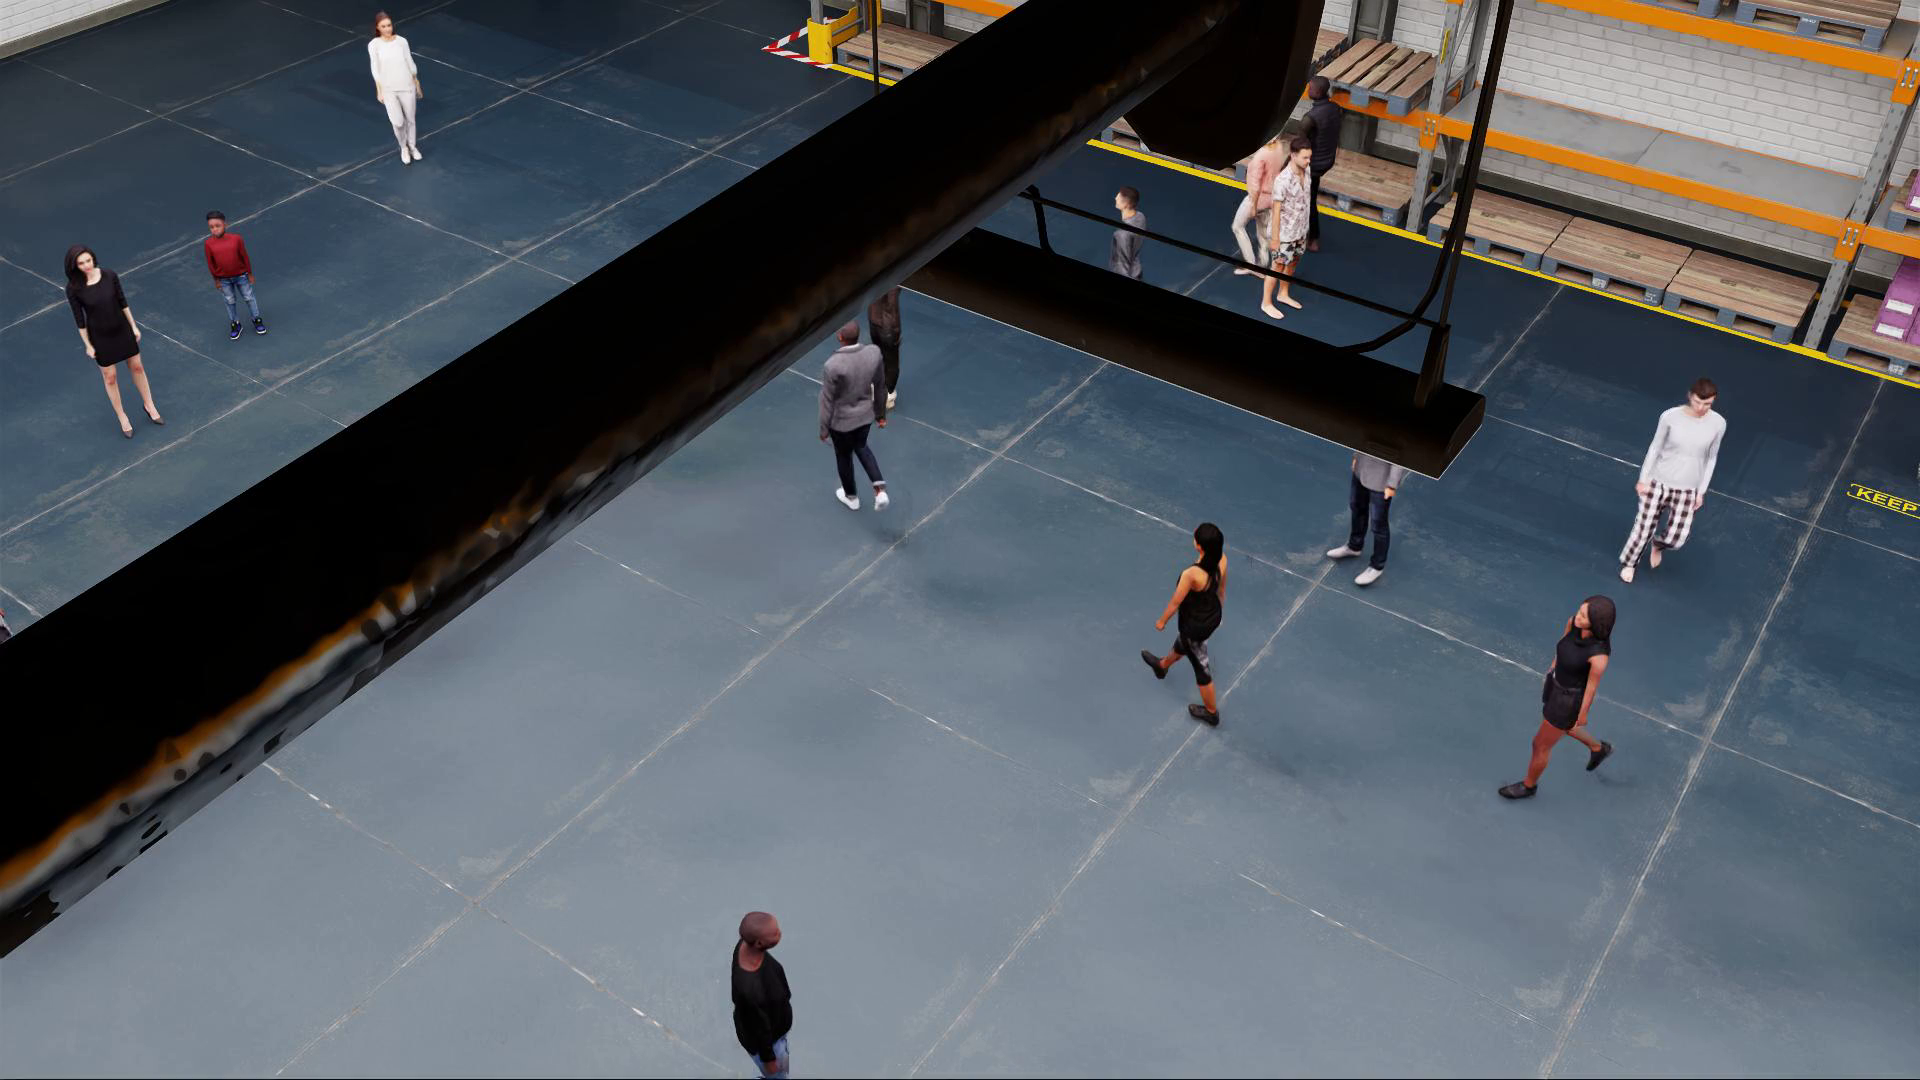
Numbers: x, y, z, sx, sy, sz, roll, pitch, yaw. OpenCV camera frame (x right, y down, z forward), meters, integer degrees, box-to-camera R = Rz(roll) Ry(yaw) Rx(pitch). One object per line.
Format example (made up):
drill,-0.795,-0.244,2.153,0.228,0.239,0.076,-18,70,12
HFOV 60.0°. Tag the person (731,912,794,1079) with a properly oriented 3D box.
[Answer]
person,-1.115,2.600,8.789,0.959,1.733,0.899,-6,39,-8

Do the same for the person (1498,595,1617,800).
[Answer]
person,4.015,1.020,10.776,1.083,1.721,0.976,-3,39,-4

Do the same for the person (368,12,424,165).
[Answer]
person,-6.240,-5.024,18.377,0.724,1.681,0.726,-21,43,-24

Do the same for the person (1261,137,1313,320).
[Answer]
person,3.091,-2.978,15.712,0.626,1.809,0.709,31,48,33

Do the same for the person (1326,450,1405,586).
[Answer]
person,3.145,-0.516,12.583,0.825,1.867,0.703,-15,41,-18

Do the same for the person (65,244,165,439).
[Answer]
person,-7.200,-1.710,14.130,0.640,1.803,0.553,-31,48,-33

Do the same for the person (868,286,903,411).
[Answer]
person,-0.652,-1.879,14.454,0.676,1.661,0.737,12,40,15

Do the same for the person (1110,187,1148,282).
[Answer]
person,1.566,-2.325,14.976,1.160,1.708,0.704,20,43,23

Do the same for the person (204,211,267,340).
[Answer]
person,-6.813,-2.502,15.560,0.585,1.256,0.622,-13,40,-16

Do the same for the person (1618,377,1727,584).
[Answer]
person,5.390,-0.473,12.550,0.745,1.841,0.803,14,41,17

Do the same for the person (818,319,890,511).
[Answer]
person,-0.813,-0.926,13.146,0.884,1.804,0.973,-23,44,-26

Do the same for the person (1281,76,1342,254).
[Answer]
person,3.615,-3.722,16.638,0.780,1.816,0.737,29,47,31

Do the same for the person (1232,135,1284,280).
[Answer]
person,3.011,-3.314,16.207,0.618,1.716,0.634,29,47,31

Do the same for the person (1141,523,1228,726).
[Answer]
person,1.689,0.603,11.372,1.043,1.631,0.678,30,48,32
